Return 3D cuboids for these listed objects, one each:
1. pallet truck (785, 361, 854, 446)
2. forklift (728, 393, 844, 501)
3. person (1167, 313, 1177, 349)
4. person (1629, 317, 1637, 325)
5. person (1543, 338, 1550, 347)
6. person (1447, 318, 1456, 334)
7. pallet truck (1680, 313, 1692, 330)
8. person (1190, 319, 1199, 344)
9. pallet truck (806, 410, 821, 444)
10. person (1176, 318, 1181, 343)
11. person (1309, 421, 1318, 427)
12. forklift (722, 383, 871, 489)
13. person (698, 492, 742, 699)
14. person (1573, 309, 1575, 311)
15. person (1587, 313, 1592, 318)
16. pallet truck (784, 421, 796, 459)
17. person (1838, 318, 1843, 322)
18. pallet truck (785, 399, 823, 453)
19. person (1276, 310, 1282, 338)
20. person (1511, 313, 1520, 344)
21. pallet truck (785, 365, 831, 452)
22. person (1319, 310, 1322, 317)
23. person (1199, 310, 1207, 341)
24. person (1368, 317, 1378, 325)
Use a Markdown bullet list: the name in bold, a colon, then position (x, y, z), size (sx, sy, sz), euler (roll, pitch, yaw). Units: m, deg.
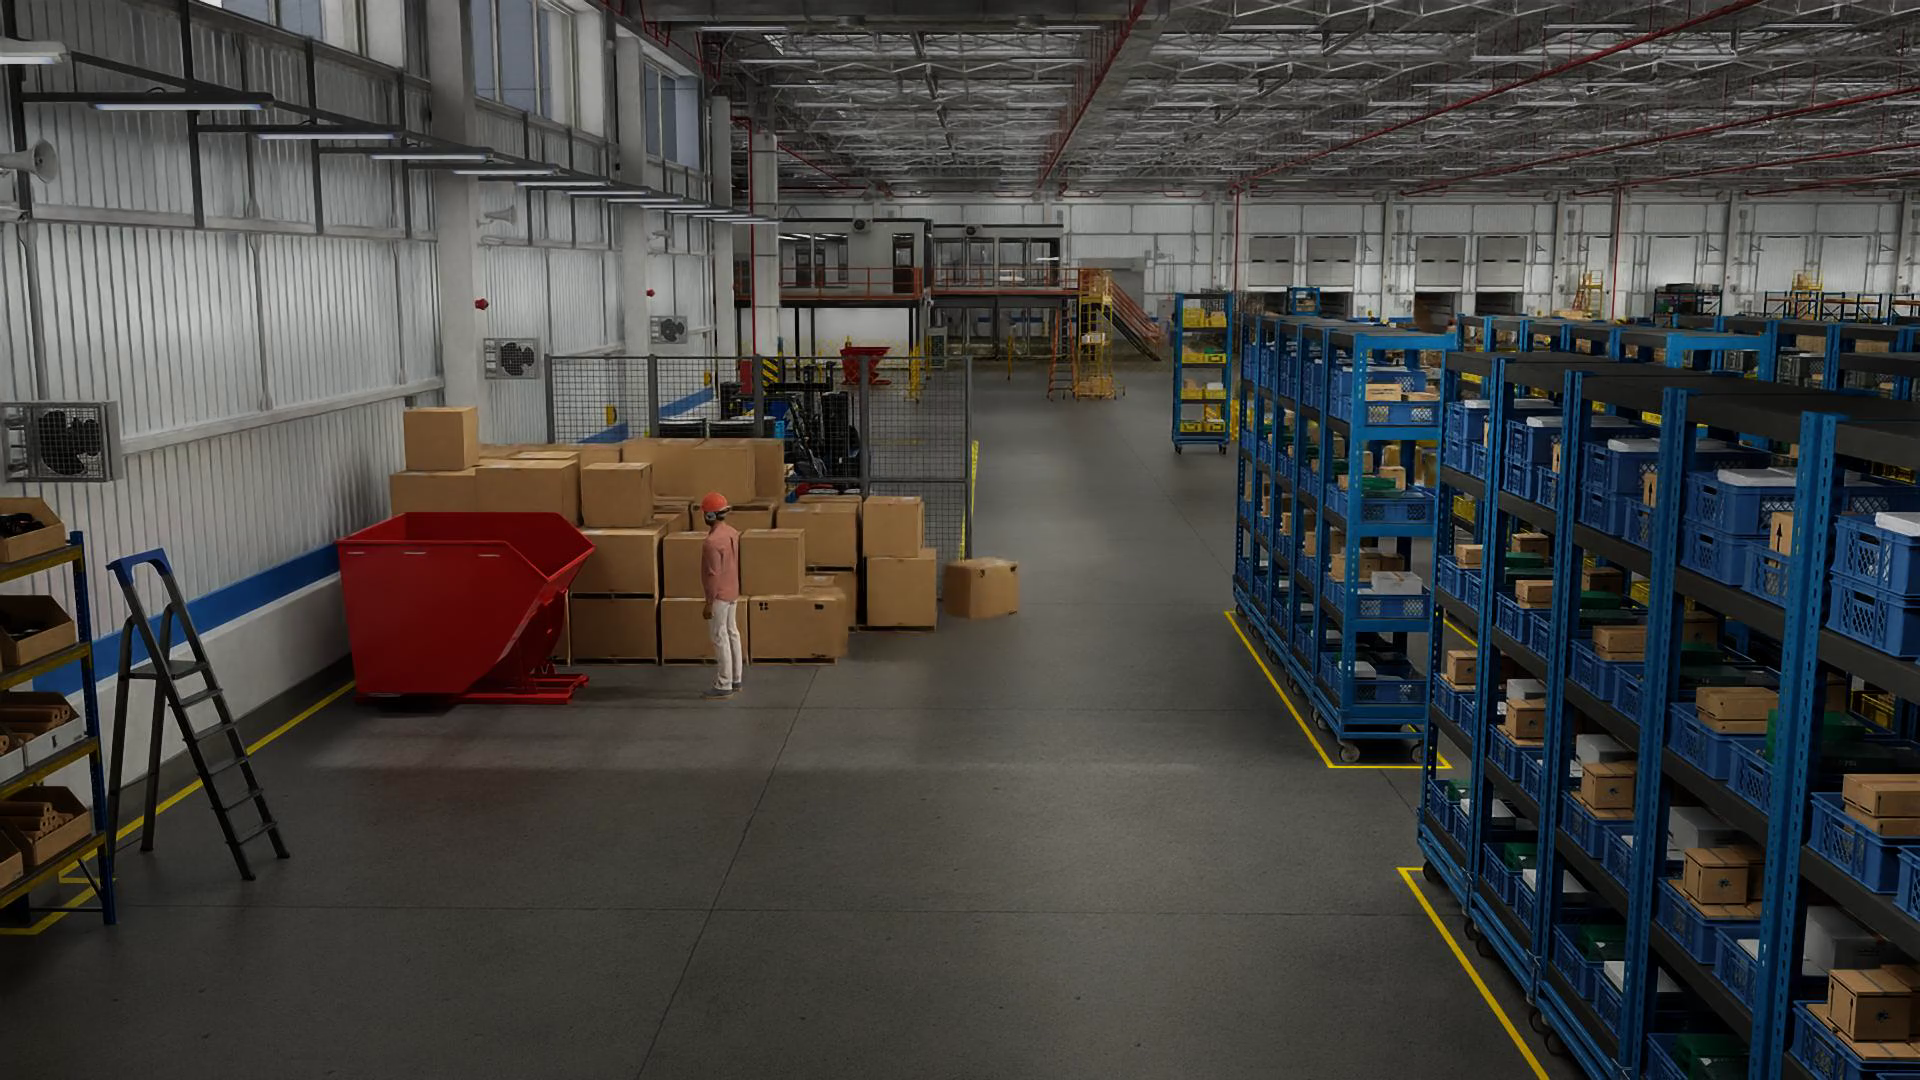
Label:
- **pallet truck**: position (-3.410, -3.193, 38.978), size (1.885, 1.965, 0.823), euler (0, 9, -1)
- **forklift**: position (-2.979, -1.316, 26.476), size (2.680, 1.987, 1.157), euler (0, 9, 1)
- **person**: position (11.117, -10.926, 86.990), size (0.608, 1.903, 0.490), euler (-1, 9, -8)
- **person**: position (30.576, -9.187, 75.817), size (0.829, 2.000, 0.690), euler (6, 11, 35)
- **person**: position (19.918, -5.936, 56.407), size (0.403, 1.830, 0.599), euler (8, 12, 42)
- **person**: position (22.346, -9.173, 76.112), size (0.780, 1.913, 0.571), euler (-3, 10, -18)
- **pallet truck**: position (36.315, -10.531, 84.244), size (0.823, 1.965, 1.885), euler (-6, 11, -33)
- **person**: position (13.145, -11.889, 92.800), size (0.604, 1.938, 0.402), euler (5, 11, 30)
- **pallet truck**: position (-3.559, -2.018, 33.905), size (1.522, 1.261, 0.704), euler (0, 9, -1)
- **person**: position (10.538, -9.829, 80.389), size (0.508, 1.845, 0.345), euler (-7, 11, -36)
- **person**: position (5.634, -1.072, 26.667), size (0.527, 1.751, 0.517), euler (-6, 11, -31)
- **forklift**: position (-2.893, -1.687, 28.729), size (2.680, 1.987, 1.157), euler (0, 9, -1)
- **person**: position (-2.322, 0.532, 16.005), size (0.396, 1.993, 0.618), euler (3, 10, 15)
- **person**: position (34.263, -11.895, 92.841), size (0.379, 1.937, 0.548), euler (3, 10, 16)
- **person**: position (32.293, -10.697, 85.485), size (0.612, 1.922, 0.383), euler (8, 12, 42)
- **pallet truck**: position (-4.013, -1.793, 32.705), size (1.601, 1.201, 0.680), euler (0, 9, 1)
- **person**: position (41.317, -9.477, 78.133), size (0.514, 1.873, 0.329), euler (4, 10, 25)
- **pallet truck**: position (-3.814, -2.432, 36.419), size (1.630, 1.274, 0.653), euler (0, 9, 1)
- **person**: position (18.596, -12.424, 96.498), size (0.887, 1.804, 0.661), euler (1, 9, 8)
- **person**: position (29.572, -11.141, 88.407), size (0.591, 1.865, 0.597), euler (6, 11, 31)
- **pallet truck**: position (-3.774, -2.976, 37.635), size (1.885, 1.965, 0.823), euler (1, 9, 5)
- **person**: position (19.906, -11.792, 92.328), size (0.610, 1.899, 0.552), euler (-9, 13, -44)
- **person**: position (14.282, -12.626, 97.693), size (0.888, 1.831, 0.532), euler (-4, 10, -25)
- **person**: position (19.905, -9.837, 80.303), size (0.574, 1.886, 0.356), euler (1, 9, 6)
